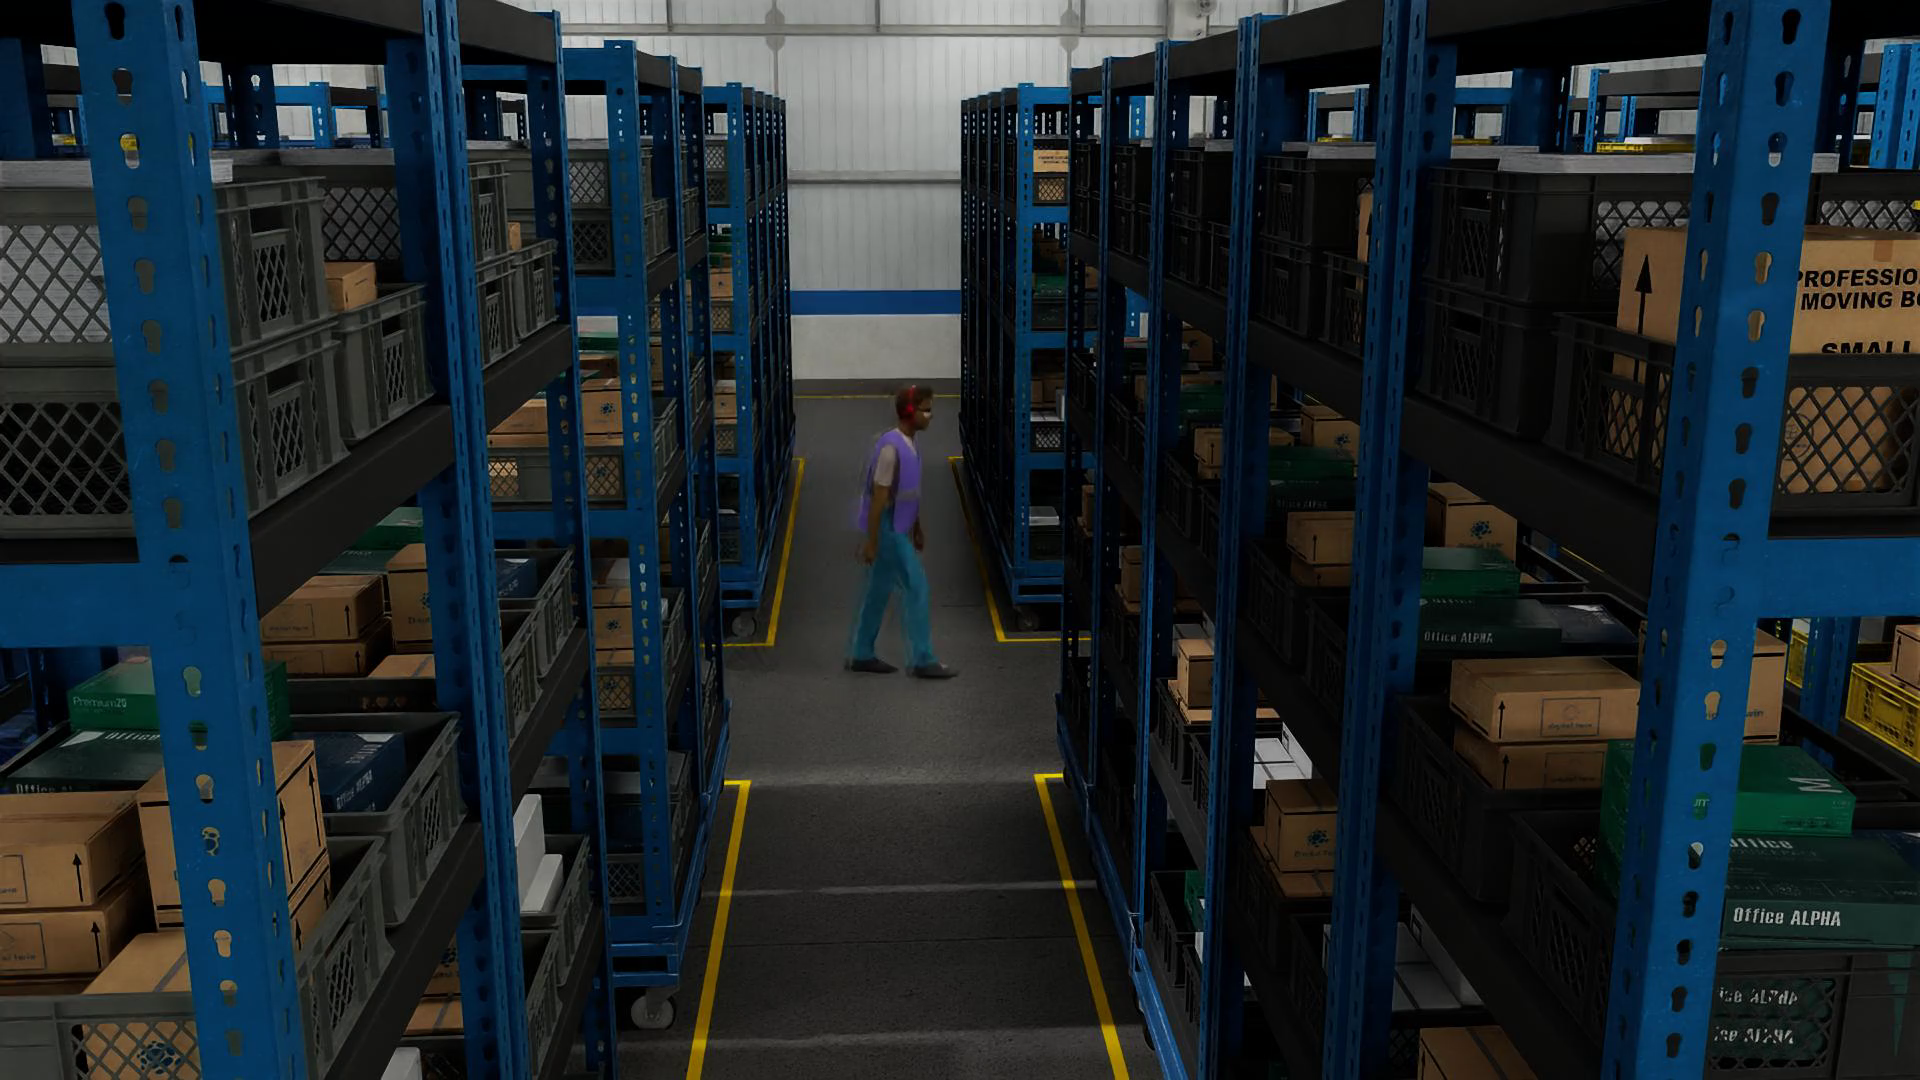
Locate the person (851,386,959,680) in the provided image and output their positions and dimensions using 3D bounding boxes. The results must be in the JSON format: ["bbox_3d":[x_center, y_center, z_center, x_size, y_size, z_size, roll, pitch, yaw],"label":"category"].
[{"bbox_3d":[-0.304,-0.037,10.162,0.841,1.801,0.585,2,14,7],"label":"person"}]
